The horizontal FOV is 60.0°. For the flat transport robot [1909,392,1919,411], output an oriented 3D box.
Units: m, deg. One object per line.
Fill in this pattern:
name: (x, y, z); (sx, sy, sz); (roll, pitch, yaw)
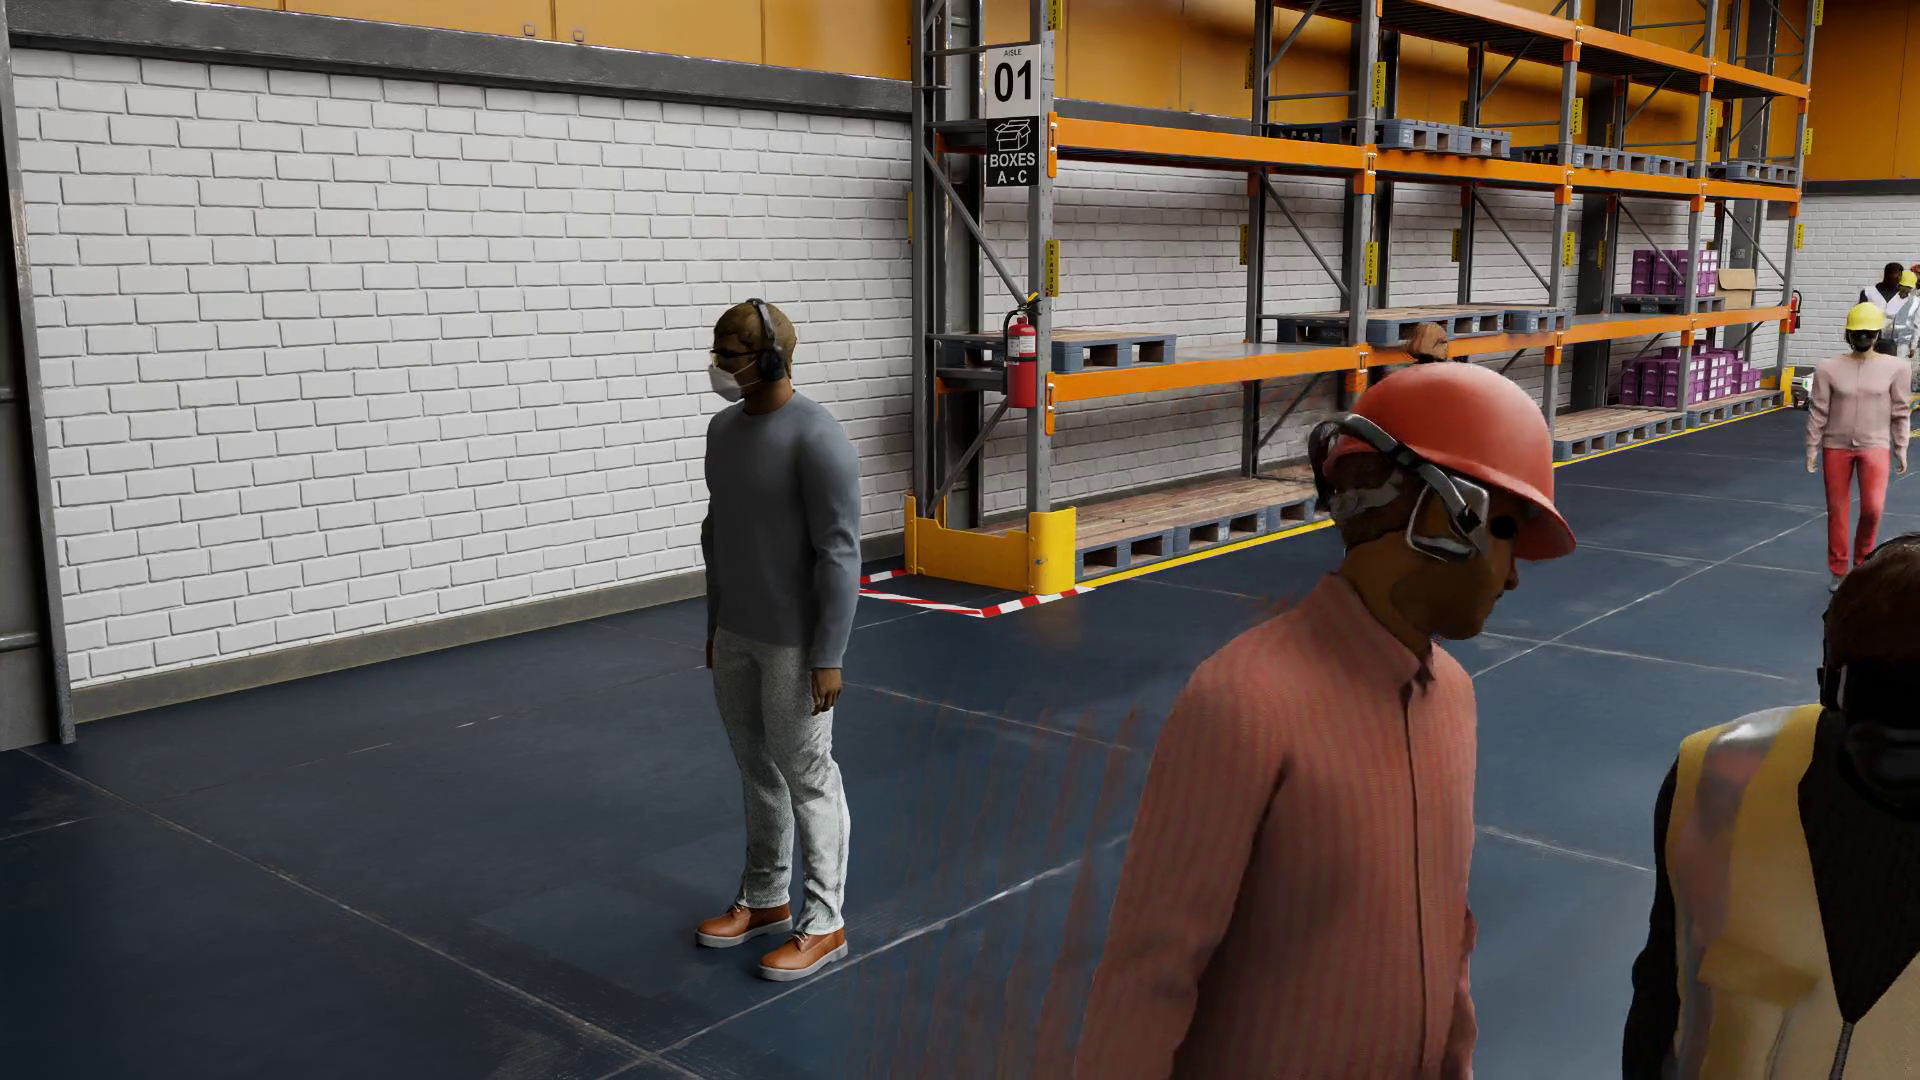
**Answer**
flat transport robot: (11.769, -1.753, 21.098); (0.652, 0.197, 1.431); (7, 12, 36)

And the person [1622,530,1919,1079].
person: (1.008, 0.867, 1.878); (0.635, 1.777, 0.999); (10, 14, 43)

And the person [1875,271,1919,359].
person: (11.925, -2.543, 21.281); (0.635, 1.788, 0.651); (6, 11, 30)

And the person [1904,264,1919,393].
person: (12.708, -2.720, 22.040); (0.400, 1.870, 0.617); (-2, 10, -12)

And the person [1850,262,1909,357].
person: (11.667, -2.573, 21.153); (0.692, 1.887, 0.650); (2, 10, 13)

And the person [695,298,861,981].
person: (-0.531, 0.282, 4.768); (0.352, 1.936, 0.635); (-9, 13, -41)

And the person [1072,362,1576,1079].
person: (0.374, 0.771, 2.001); (0.778, 1.951, 0.391); (-9, 13, -42)

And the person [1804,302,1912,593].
person: (5.344, -0.536, 9.928); (0.554, 1.748, 0.407); (6, 12, 31)

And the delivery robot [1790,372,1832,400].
delivery robot: (11.038, -1.981, 21.323); (0.707, 0.478, 0.477); (-2, 10, -11)

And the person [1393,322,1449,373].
person: (2.880, -0.559, 10.479); (0.565, 1.618, 0.504); (-7, 12, -35)
